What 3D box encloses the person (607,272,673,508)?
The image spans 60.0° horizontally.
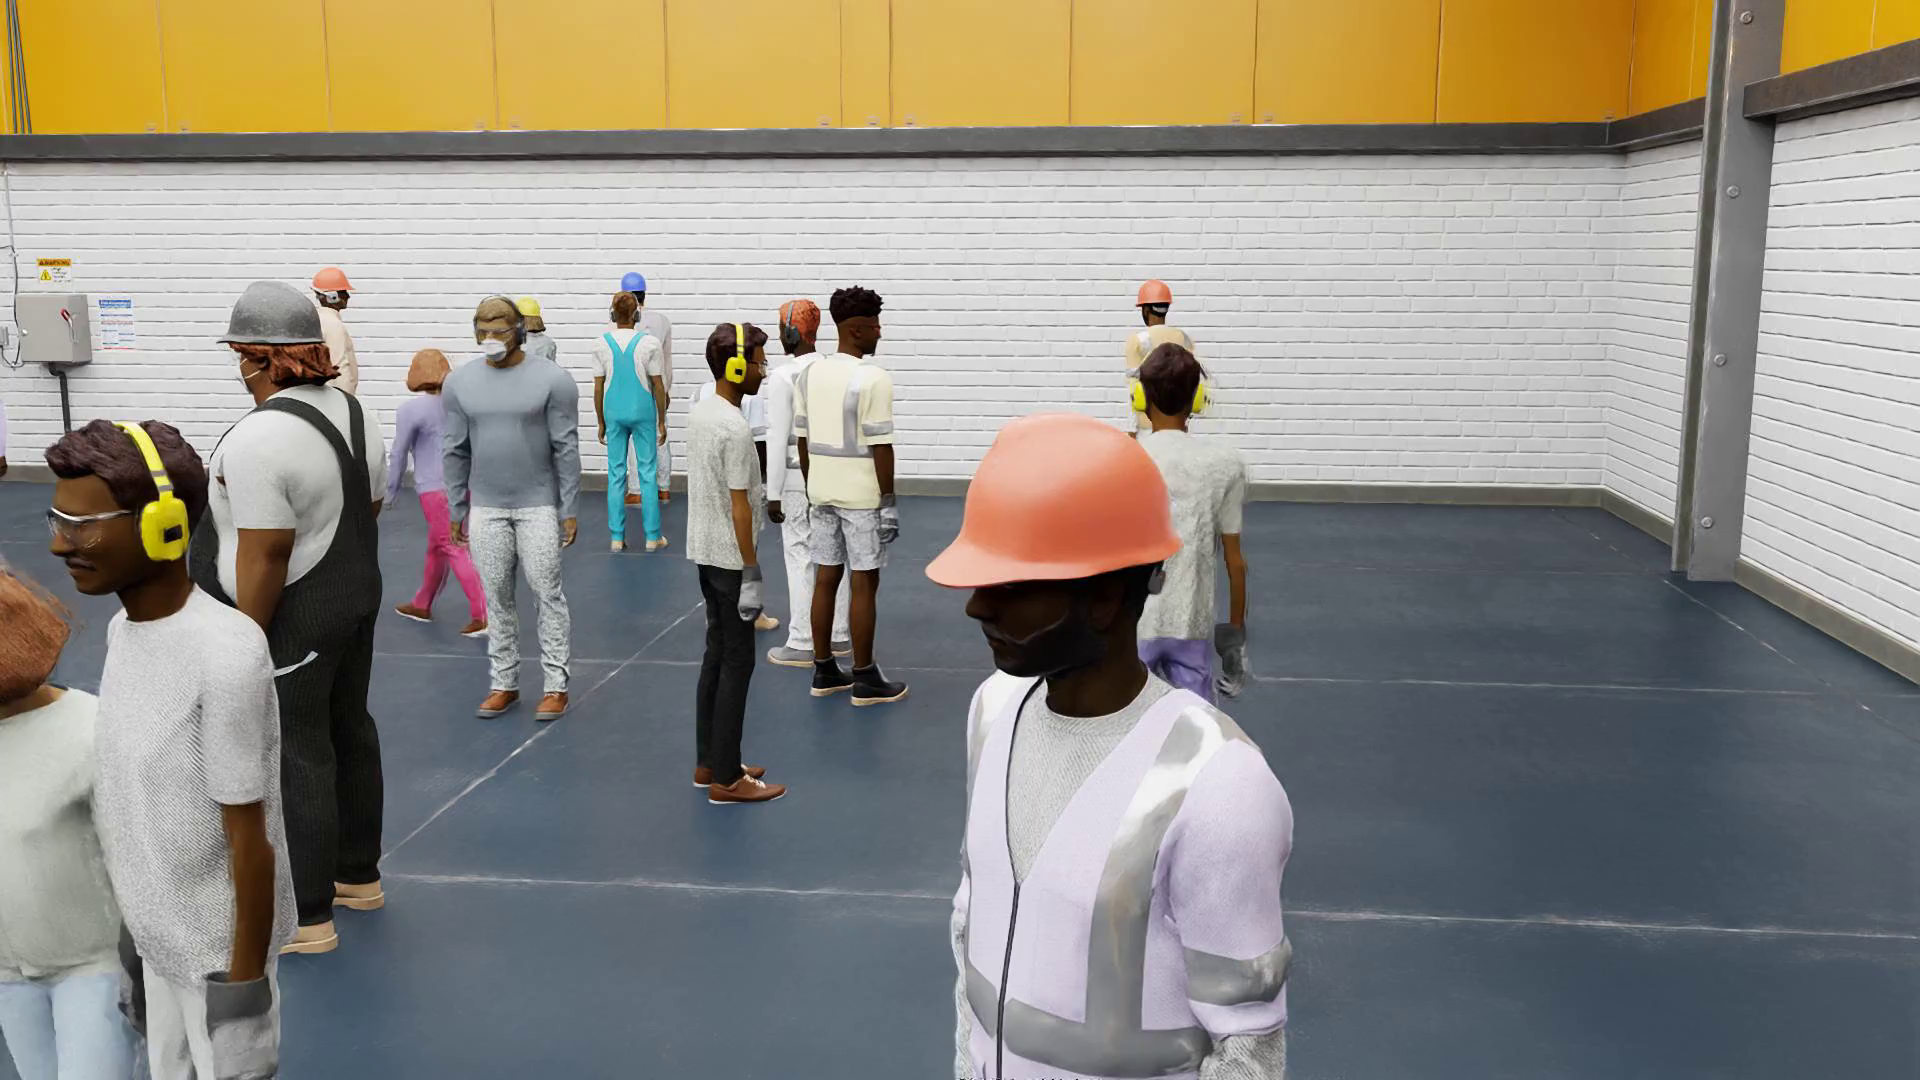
[{"bbox_3d":[-2.649,-1.237,13.770,0.605,1.944,0.402,-10,14,-44],"label":"person"}]

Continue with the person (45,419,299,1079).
[{"bbox_3d":[-1.291,0.722,2.803,0.511,1.862,0.325,9,13,42],"label":"person"}]

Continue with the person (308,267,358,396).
[{"bbox_3d":[-4.702,-1.048,12.541,0.380,1.996,0.608,-8,13,-38],"label":"person"}]

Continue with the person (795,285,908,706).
[{"bbox_3d":[-0.515,-0.209,7.825,0.609,1.963,0.367,9,14,43],"label":"person"}]

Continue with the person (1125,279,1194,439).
[{"bbox_3d":[1.353,-0.832,11.528,0.544,1.926,0.417,-6,11,-29],"label":"person"}]

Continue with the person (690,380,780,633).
[{"bbox_3d":[-1.259,-0.324,9.251,0.532,1.696,0.319,7,12,34],"label":"person"}]

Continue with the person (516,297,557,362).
[{"bbox_3d":[-3.493,-1.099,13.557,0.294,1.744,0.487,7,12,33],"label":"person"}]

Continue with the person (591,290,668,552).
[{"bbox_3d":[-2.320,-0.827,11.715,0.507,1.844,0.346,0,10,-1],"label":"person"}]

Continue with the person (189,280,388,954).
[{"bbox_3d":[-2.065,0.232,5.085,0.538,2.000,0.681,1,10,8],"label":"person"}]

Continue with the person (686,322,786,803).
[{"bbox_3d":[-0.874,0.095,6.414,0.340,1.857,0.524,-5,11,-27],"label":"person"}]

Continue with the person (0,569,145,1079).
[{"bbox_3d":[-1.635,0.797,3.123,0.558,1.595,0.698,2,10,11],"label":"person"}]

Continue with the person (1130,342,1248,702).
[{"bbox_3d":[0.645,0.308,5.231,0.515,1.843,0.644,0,10,-2],"label":"person"}]

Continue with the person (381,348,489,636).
[{"bbox_3d":[-2.889,-0.271,9.271,0.890,1.581,0.503,5,11,28],"label":"person"}]

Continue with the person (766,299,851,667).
[{"bbox_3d":[-0.776,-0.288,8.529,0.350,1.879,0.579,8,12,37],"label":"person"}]

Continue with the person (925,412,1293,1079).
[{"bbox_3d":[0.150,0.799,2.141,0.373,1.933,0.550,-7,12,-35],"label":"person"}]

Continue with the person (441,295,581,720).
[{"bbox_3d":[-2.031,-0.139,7.549,0.636,1.928,0.387,1,10,5],"label":"person"}]
